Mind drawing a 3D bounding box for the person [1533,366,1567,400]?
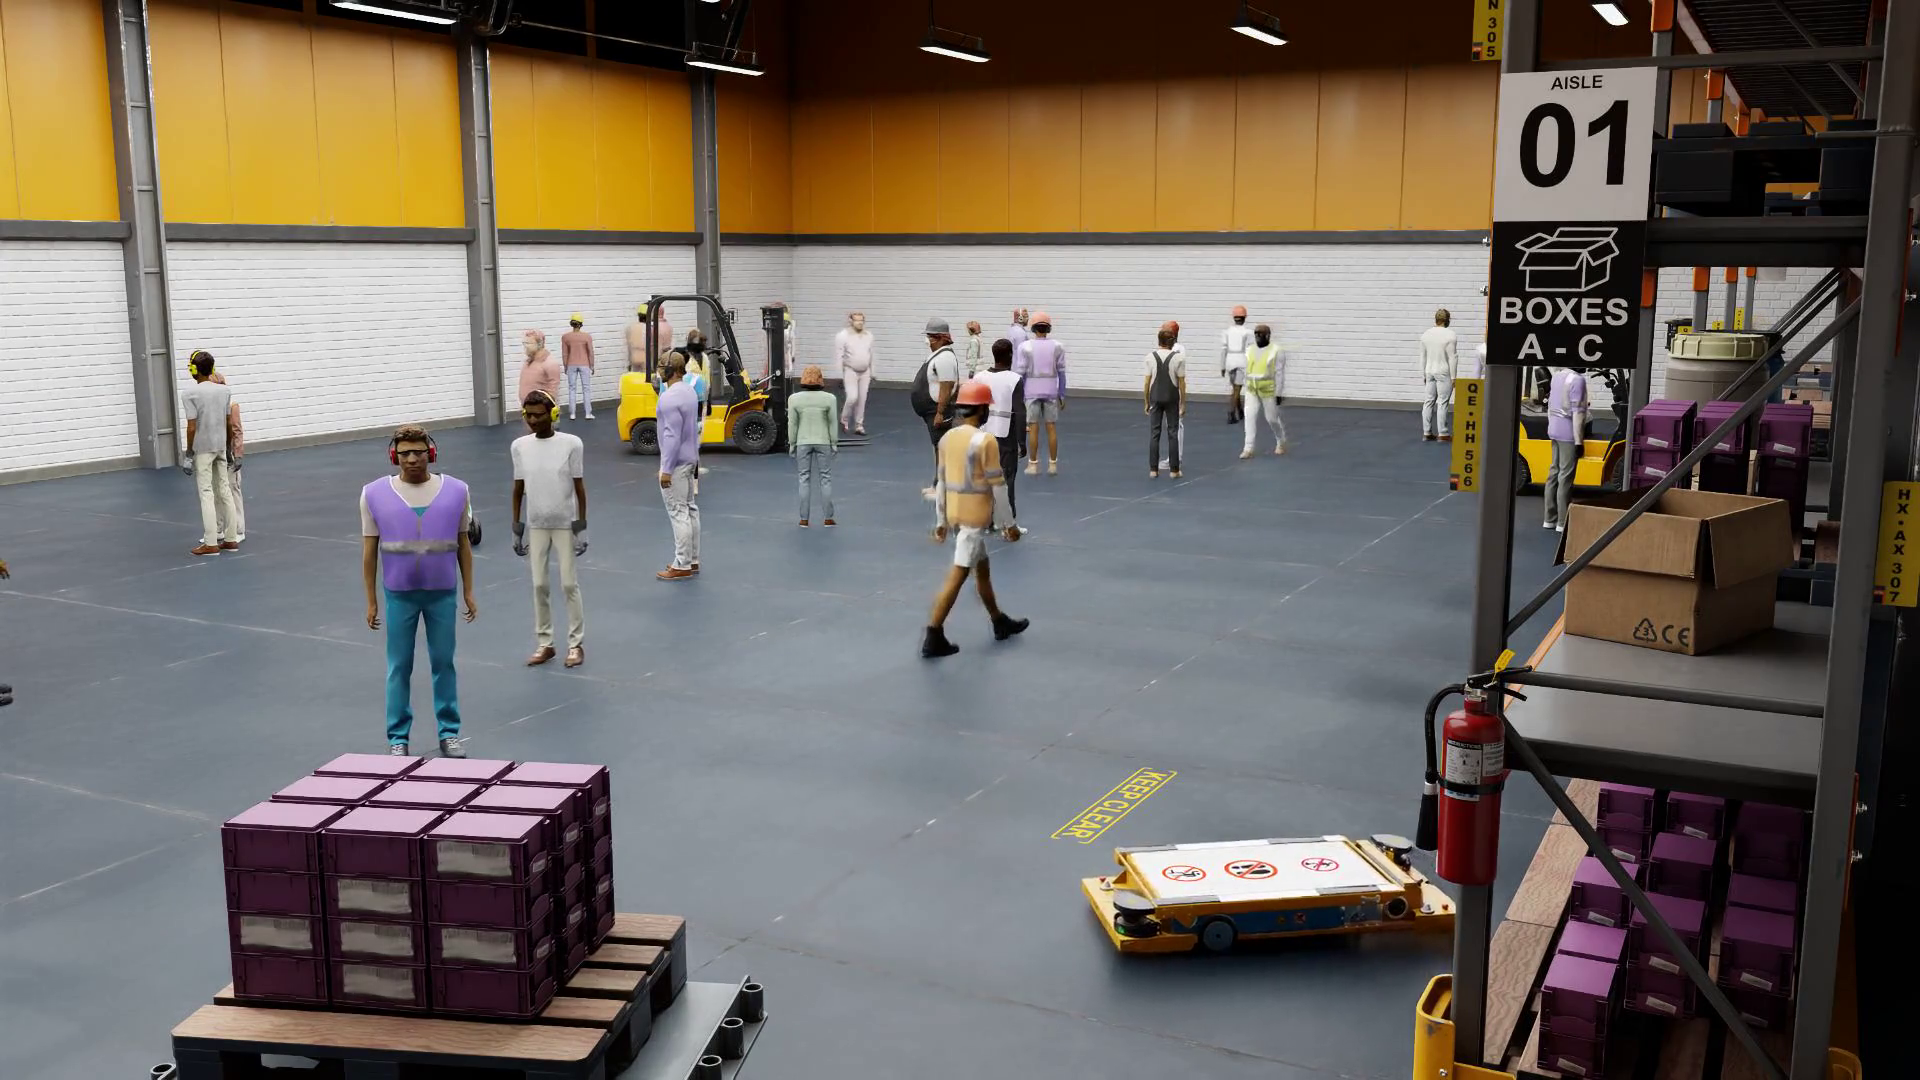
[{"bbox_3d":[7.764,-1.885,21.638,0.438,1.813,0.622,-5,11,-25],"label":"person"}]

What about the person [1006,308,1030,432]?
[{"bbox_3d":[0.936,-2.619,25.628,0.409,1.908,0.647,-2,10,-13],"label":"person"}]

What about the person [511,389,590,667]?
[{"bbox_3d":[-2.725,-0.076,11.068,0.530,1.855,0.333,1,10,6],"label":"person"}]

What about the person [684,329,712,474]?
[{"bbox_3d":[-3.345,-1.678,20.504,0.432,1.813,0.781,7,12,34],"label":"person"}]

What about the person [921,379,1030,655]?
[{"bbox_3d":[0.095,-0.163,11.494,1.009,1.888,0.550,-6,12,-33],"label":"person"}]

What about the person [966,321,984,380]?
[{"bbox_3d":[0.247,-2.769,27.268,0.310,1.639,0.514,2,10,10],"label":"person"}]

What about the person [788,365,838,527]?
[{"bbox_3d":[-1.472,-0.936,16.669,0.501,1.633,0.286,0,10,-2],"label":"person"}]

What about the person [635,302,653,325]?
[{"bbox_3d":[-5.456,-3.165,28.747,0.618,1.929,0.820,5,11,28],"label":"person"}]

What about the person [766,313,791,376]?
[{"bbox_3d":[-3.142,-3.028,28.535,0.334,1.720,0.674,4,11,22],"label":"person"}]

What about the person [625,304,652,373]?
[{"bbox_3d":[-5.349,-3.005,27.914,0.583,1.901,0.713,1,10,8],"label":"person"}]

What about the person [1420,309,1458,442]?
[{"bbox_3d":[6.974,-2.387,24.193,0.373,1.940,0.628,-7,12,-35],"label":"person"}]

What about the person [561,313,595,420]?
[{"bbox_3d":[-6.285,-2.858,27.408,0.525,1.771,0.305,0,10,-2],"label":"person"}]

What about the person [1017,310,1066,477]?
[{"bbox_3d":[0.994,-1.802,20.502,0.614,2.040,0.390,-2,10,-10],"label":"person"}]

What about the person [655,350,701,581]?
[{"bbox_3d":[-2.384,-0.628,14.005,0.357,1.938,0.638,1,10,7],"label":"person"}]

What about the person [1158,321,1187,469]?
[{"bbox_3d":[2.702,-1.841,21.180,0.353,1.886,0.572,3,10,18],"label":"person"}]

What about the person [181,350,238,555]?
[{"bbox_3d":[-6.854,-0.794,15.164,0.328,1.872,0.512,5,11,26],"label":"person"}]

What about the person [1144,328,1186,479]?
[{"bbox_3d":[2.494,-1.663,20.283,0.505,1.840,0.345,3,10,17],"label":"person"}]

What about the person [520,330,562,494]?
[{"bbox_3d":[-4.721,-1.398,18.644,0.752,1.891,0.458,9,13,42],"label":"person"}]

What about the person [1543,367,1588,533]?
[{"bbox_3d":[5.989,-1.028,16.365,0.383,1.923,0.589,-1,10,-5],"label":"person"}]

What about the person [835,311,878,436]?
[{"bbox_3d":[-1.542,-2.495,24.985,0.641,1.891,0.415,-7,12,-34],"label":"person"}]

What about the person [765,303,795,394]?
[{"bbox_3d":[-3.202,-3.334,29.950,0.592,1.839,0.951,-4,10,-20],"label":"person"}]

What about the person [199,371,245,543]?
[{"bbox_3d":[-7.000,-0.774,15.715,0.524,1.639,0.308,3,10,18],"label":"person"}]

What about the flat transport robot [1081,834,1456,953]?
[{"bbox_3d":[1.272,1.440,6.855,1.431,0.197,0.652,-2,10,-9],"label":"flat transport robot"}]

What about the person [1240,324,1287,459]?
[{"bbox_3d":[4.107,-2.007,22.374,0.633,1.809,0.894,8,13,39],"label":"person"}]

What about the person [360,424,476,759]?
[{"bbox_3d":[-2.912,0.288,8.970,0.569,1.843,0.374,-5,11,-25],"label":"person"}]

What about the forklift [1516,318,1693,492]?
[{"bbox_3d":[7.066,-1.601,18.899,2.313,2.155,1.214,5,11,27],"label":"forklift"}]

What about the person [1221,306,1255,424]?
[{"bbox_3d":[4.553,-2.851,27.031,0.553,1.879,1.016,7,12,35],"label":"person"}]

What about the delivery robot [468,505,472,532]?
[{"bbox_3d":[-4.877,-0.279,15.715,0.477,0.478,0.707,-6,12,-33],"label":"delivery robot"}]

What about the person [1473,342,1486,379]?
[{"bbox_3d":[7.171,-1.990,22.191,0.621,1.838,0.429,4,11,24],"label":"person"}]

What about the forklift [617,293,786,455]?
[{"bbox_3d":[-3.588,-2.317,23.042,2.313,2.155,1.214,-1,10,-5],"label":"forklift"}]

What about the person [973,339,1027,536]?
[{"bbox_3d":[0.388,-0.998,16.207,0.599,1.917,0.377,7,12,36],"label":"person"}]

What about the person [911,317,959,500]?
[{"bbox_3d":[-0.281,-1.467,18.570,0.535,2.000,0.674,-1,10,-3],"label":"person"}]

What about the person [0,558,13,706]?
[{"bbox_3d":[-6.005,0.069,10.008,0.389,1.933,0.569,-7,12,-35],"label":"person"}]

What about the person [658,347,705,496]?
[{"bbox_3d":[-3.150,-1.335,18.808,0.531,1.692,0.320,1,10,6],"label":"person"}]

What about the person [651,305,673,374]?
[{"bbox_3d":[-4.919,-2.886,27.170,0.406,1.911,0.636,1,10,8],"label":"person"}]
